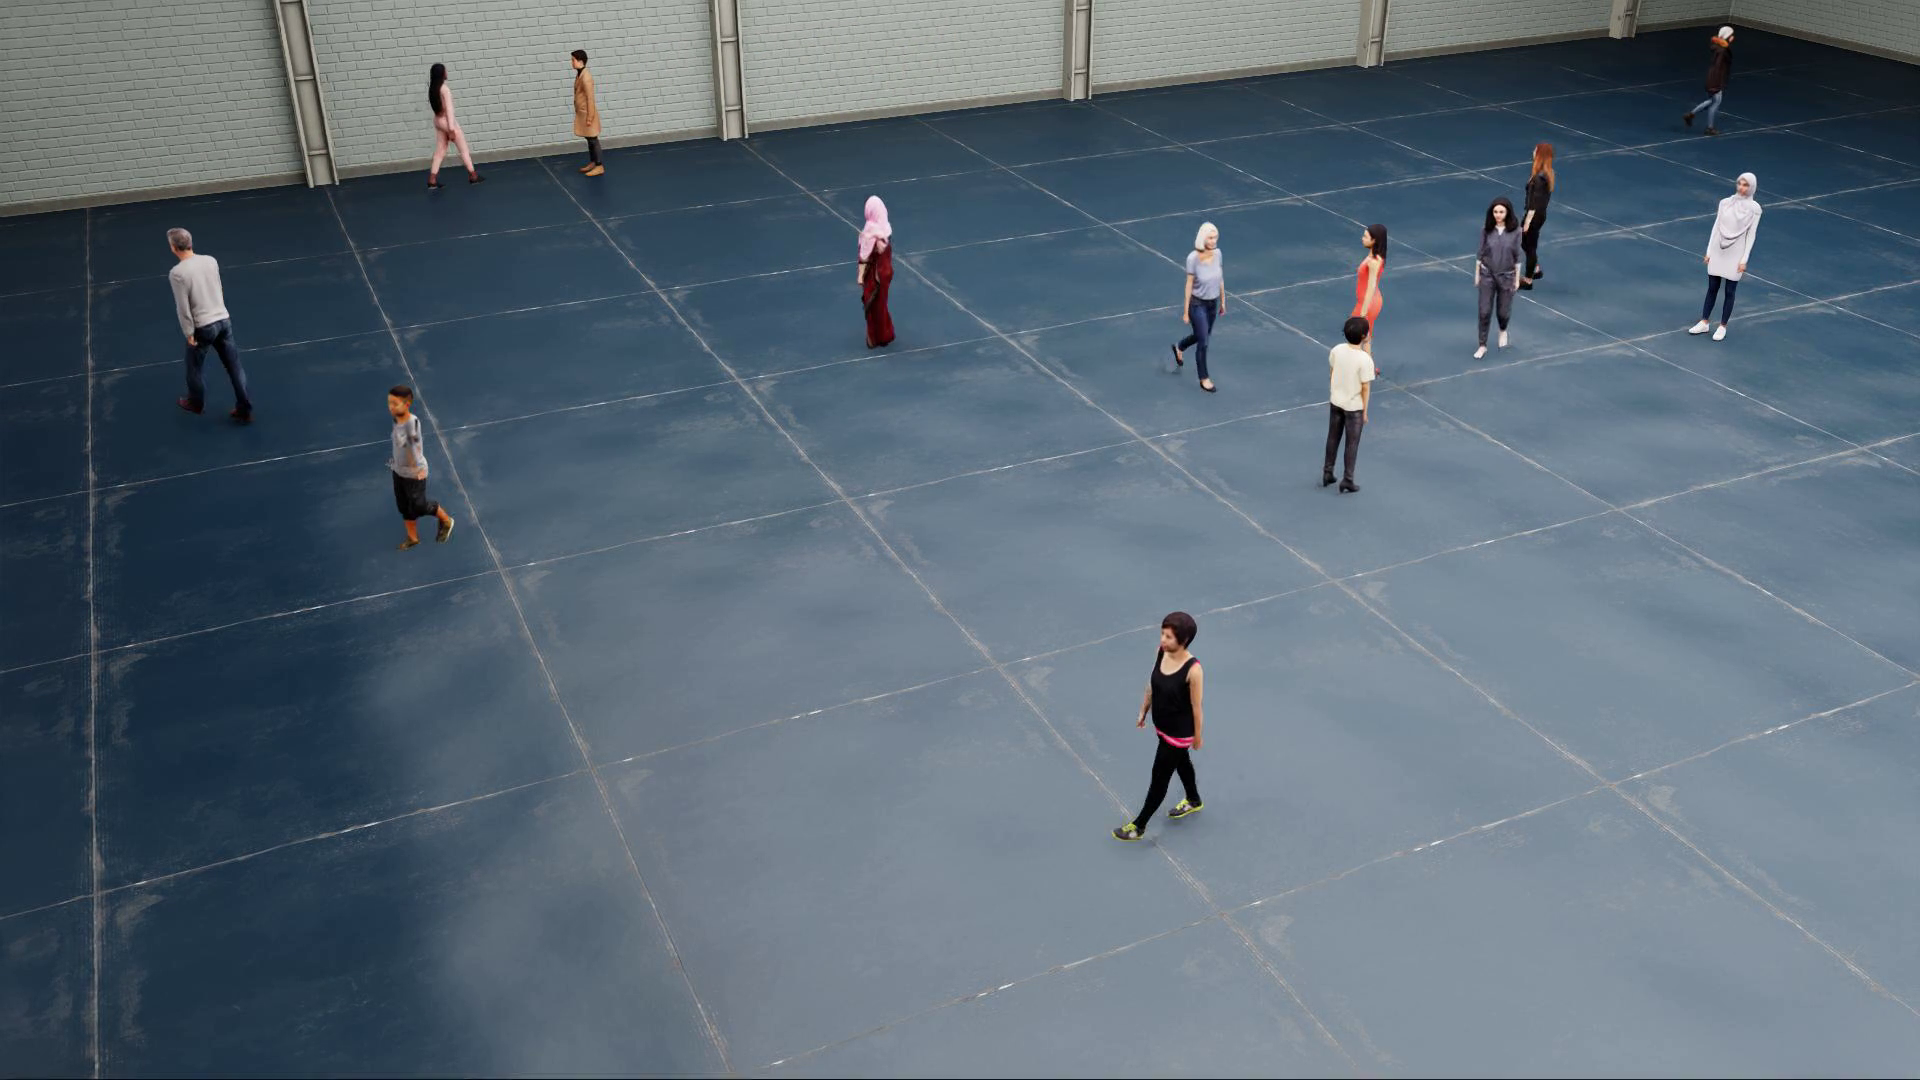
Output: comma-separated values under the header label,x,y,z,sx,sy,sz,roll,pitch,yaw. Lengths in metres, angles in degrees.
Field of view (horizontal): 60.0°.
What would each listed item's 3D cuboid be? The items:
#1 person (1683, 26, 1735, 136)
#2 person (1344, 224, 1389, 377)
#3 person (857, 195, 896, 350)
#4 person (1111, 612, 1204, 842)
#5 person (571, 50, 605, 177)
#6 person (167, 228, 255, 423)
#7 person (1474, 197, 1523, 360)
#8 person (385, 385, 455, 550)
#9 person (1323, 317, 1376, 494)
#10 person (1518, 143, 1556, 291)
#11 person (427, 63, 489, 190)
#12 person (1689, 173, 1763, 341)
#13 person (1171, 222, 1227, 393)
label,x,y,z,sx,sy,sz,roll,pitch,yaw
person,11.431,-6.987,25.307,0.949,1.616,0.875,8,29,15
person,4.087,-2.273,16.355,0.774,1.712,0.734,4,28,8
person,-0.810,-2.797,17.411,0.861,1.643,0.789,13,31,23
person,1.380,1.110,10.211,0.955,1.517,0.578,-14,31,-25
person,-5.227,-6.006,23.350,0.593,1.726,0.624,-12,30,-22
person,-7.000,-1.974,15.632,1.170,1.864,1.174,16,32,27
person,5.567,-2.723,17.183,0.865,1.728,0.941,12,30,22
person,-4.462,-0.647,13.582,0.759,1.448,0.857,22,35,35
person,3.366,-1.175,14.426,0.567,1.588,0.642,-22,35,-35
person,6.659,-3.673,18.988,0.803,1.708,0.727,14,31,25
person,-7.044,-5.569,22.577,1.172,1.680,0.895,-25,37,-38
person,8.181,-3.025,17.699,0.632,1.775,0.671,-24,36,-37
person,2.363,-2.353,16.521,0.969,1.697,0.753,-19,33,-31
